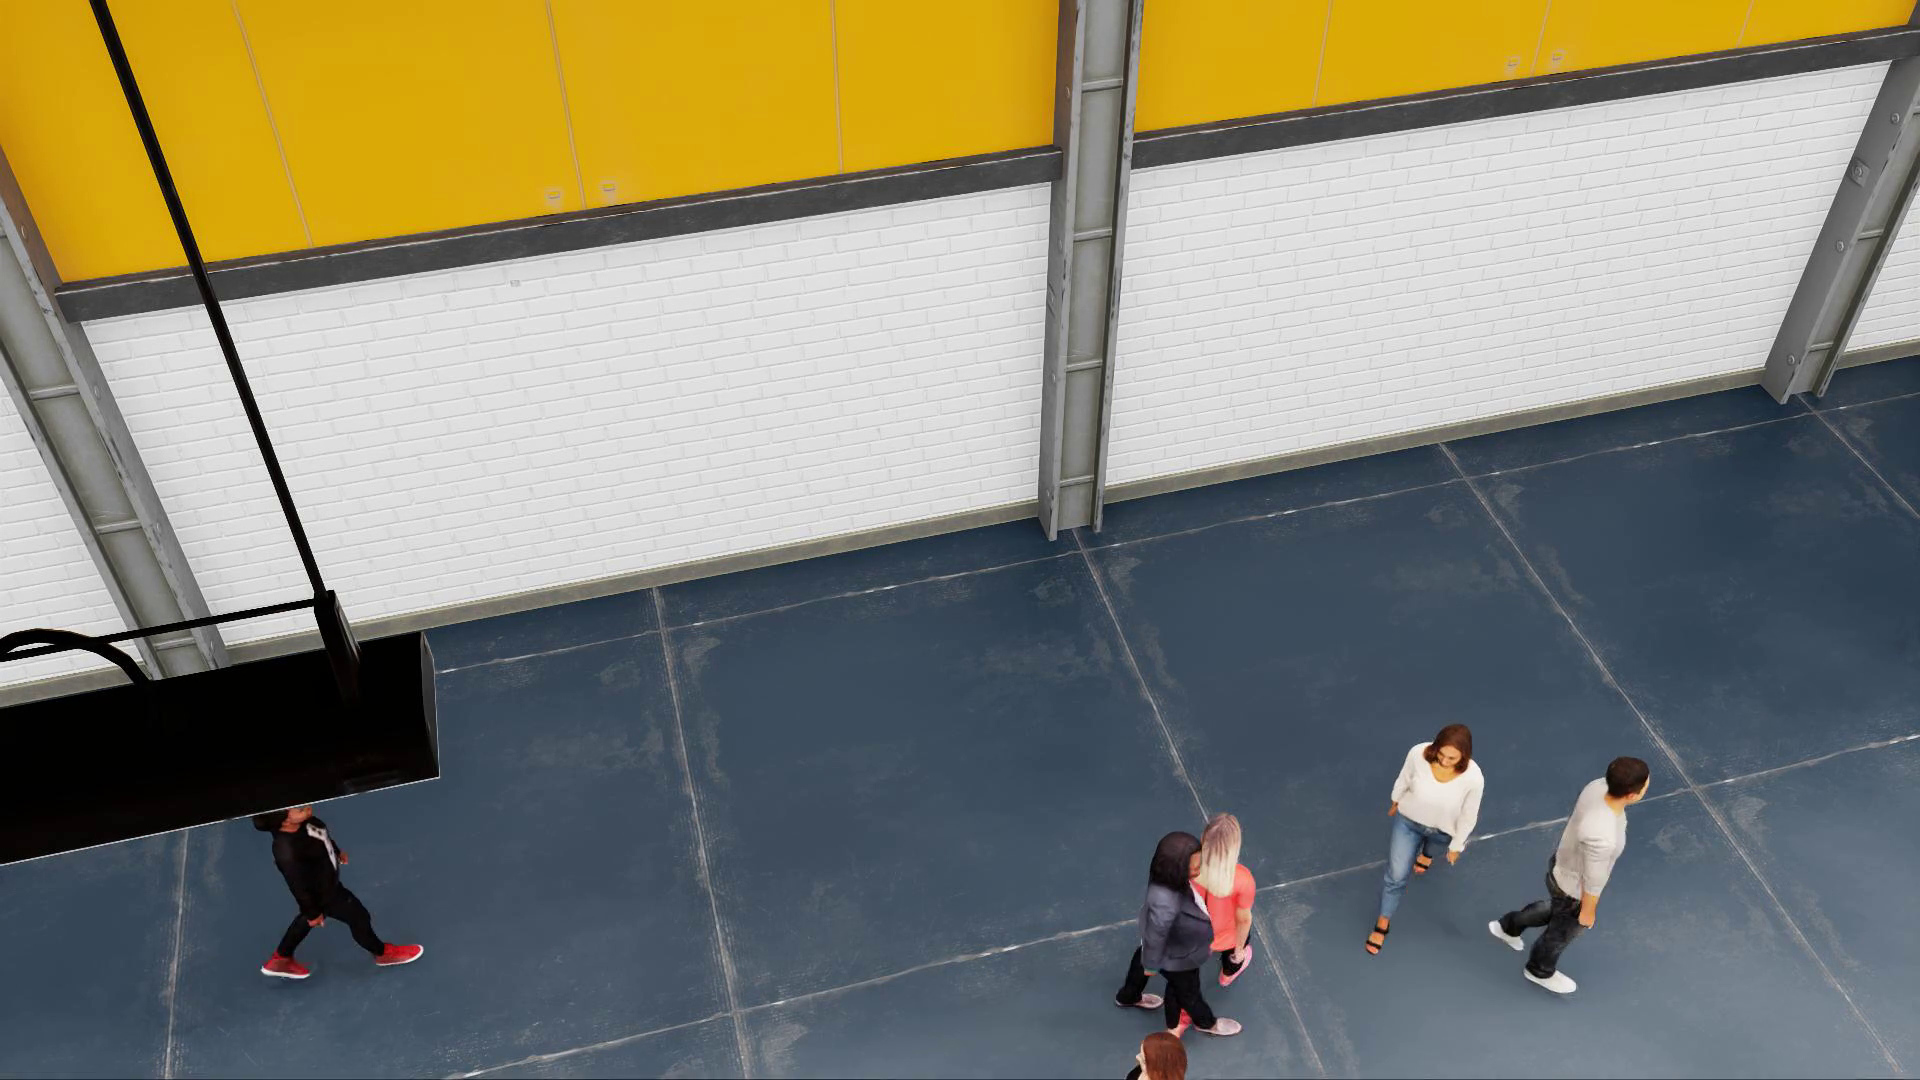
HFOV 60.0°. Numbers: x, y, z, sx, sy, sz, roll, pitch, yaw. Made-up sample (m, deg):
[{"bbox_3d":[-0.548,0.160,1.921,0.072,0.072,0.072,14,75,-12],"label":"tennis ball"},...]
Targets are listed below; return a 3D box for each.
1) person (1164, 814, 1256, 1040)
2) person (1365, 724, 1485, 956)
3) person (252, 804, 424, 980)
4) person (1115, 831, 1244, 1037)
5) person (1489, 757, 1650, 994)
[{"bbox_3d":[1.229,2.068,8.542,0.984,1.664,1.070,26,49,24],"label":"person"},{"bbox_3d":[2.627,1.503,9.157,1.086,1.634,1.147,23,48,22],"label":"person"},{"bbox_3d":[-3.479,1.834,8.797,1.070,1.650,0.647,-14,45,-15],"label":"person"},{"bbox_3d":[1.020,2.034,8.644,1.043,1.572,0.890,4,44,5],"label":"person"},{"bbox_3d":[3.165,1.751,8.780,0.937,1.795,0.874,17,46,17],"label":"person"}]
